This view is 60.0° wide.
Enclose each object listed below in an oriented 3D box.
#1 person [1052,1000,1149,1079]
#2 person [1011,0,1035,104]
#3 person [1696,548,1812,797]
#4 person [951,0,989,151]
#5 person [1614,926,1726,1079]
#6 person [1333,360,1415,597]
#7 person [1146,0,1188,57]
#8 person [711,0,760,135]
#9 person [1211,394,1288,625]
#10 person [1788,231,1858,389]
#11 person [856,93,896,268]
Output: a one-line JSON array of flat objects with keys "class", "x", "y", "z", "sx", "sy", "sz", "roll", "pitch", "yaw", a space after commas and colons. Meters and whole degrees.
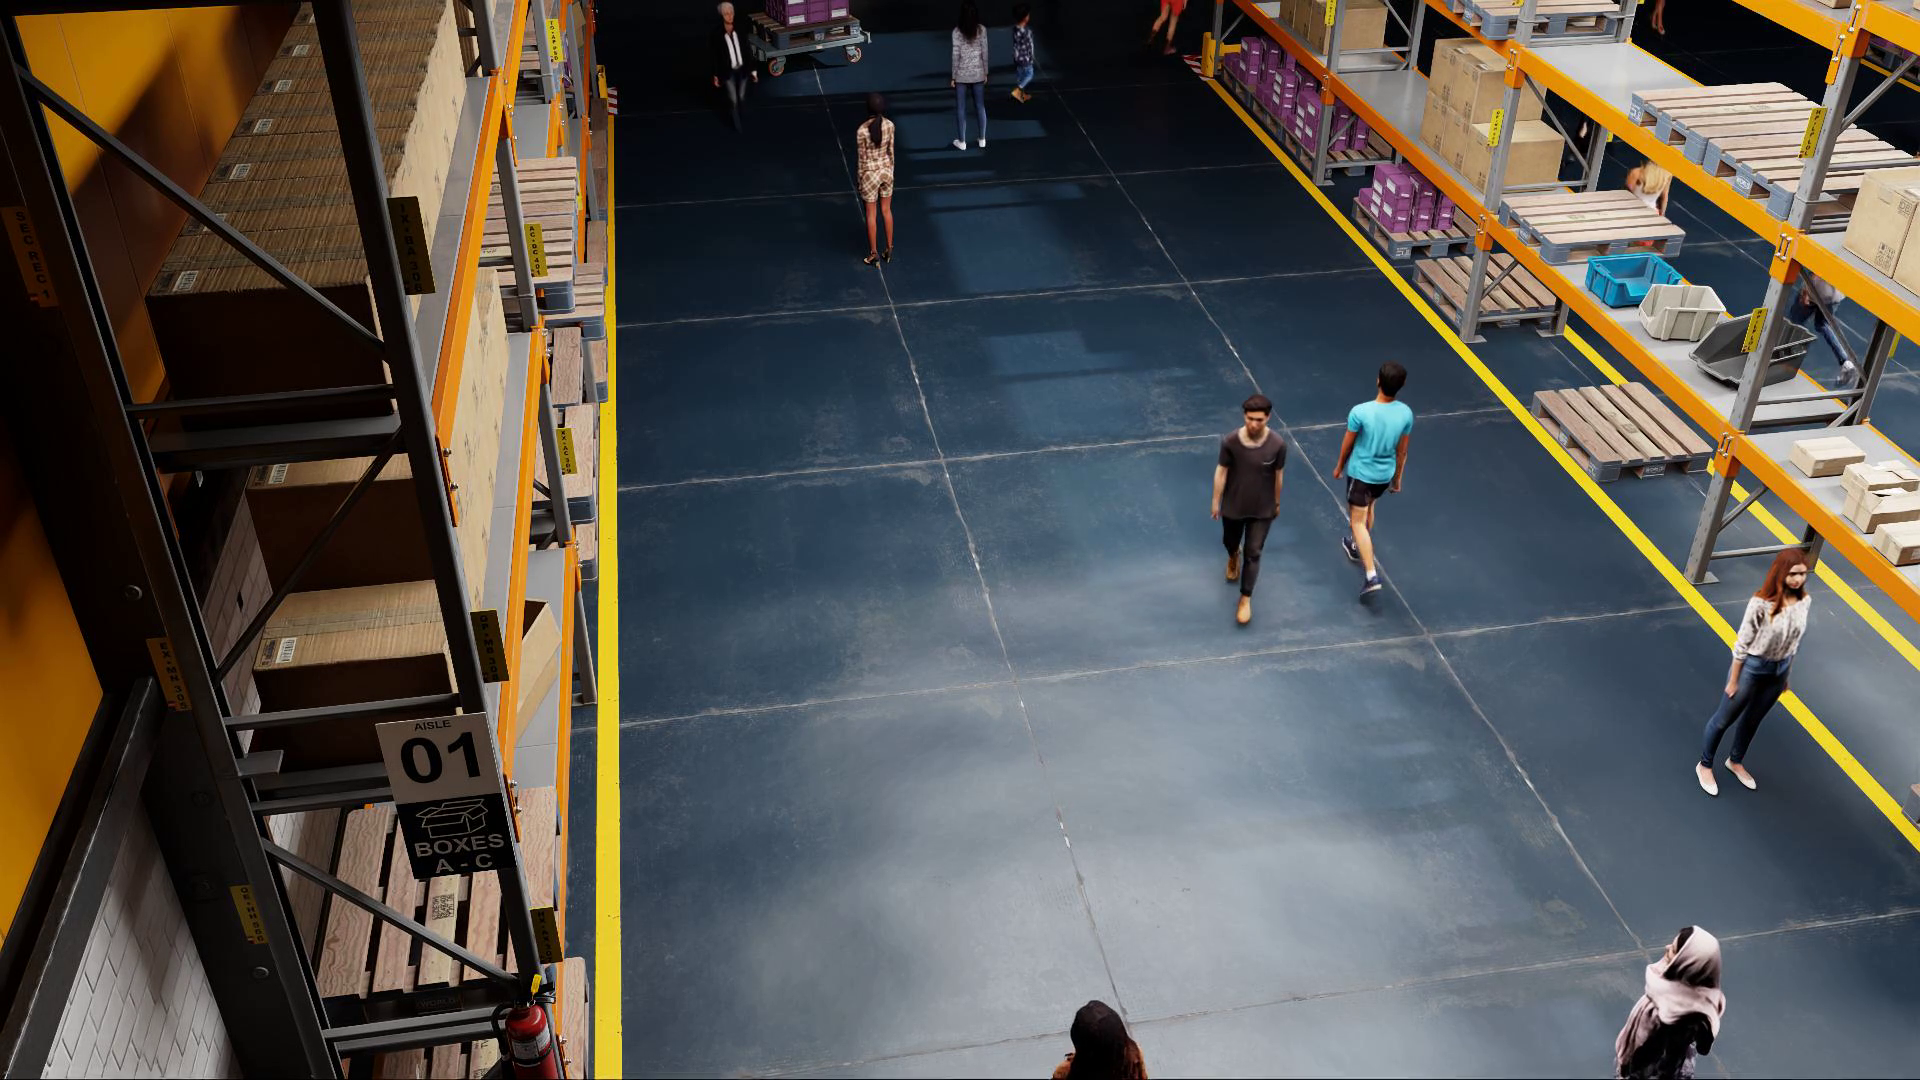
[{"class": "person", "x": 0.614, "y": 2.674, "z": 7.275, "sx": 0.761, "sy": 1.718, "sz": 0.644, "roll": -8, "pitch": 35, "yaw": -13}, {"class": "person", "x": 0.757, "y": -6.094, "z": 20.893, "sx": 0.698, "sy": 1.246, "sz": 0.646, "roll": -25, "pitch": 41, "yaw": -32}, {"class": "person", "x": 4.849, "y": 0.783, "z": 10.109, "sx": 0.568, "sy": 1.729, "sz": 0.491, "roll": -6, "pitch": 34, "yaw": -9}, {"class": "person", "x": 0.105, "y": -5.461, "z": 19.501, "sx": 0.628, "sy": 1.731, "sz": 0.550, "roll": -9, "pitch": 35, "yaw": -14}, {"class": "person", "x": 3.269, "y": 2.407, "z": 7.751, "sx": 0.805, "sy": 1.636, "sz": 0.718, "roll": 12, "pitch": 36, "yaw": 18}, {"class": "person", "x": 2.962, "y": -0.412, "z": 11.894, "sx": 0.616, "sy": 1.744, "sz": 1.083, "roll": -6, "pitch": 34, "yaw": -9}, {"class": "person", "x": 2.808, "y": -7.261, "z": 22.240, "sx": 0.939, "sy": 1.697, "sz": 0.991, "roll": 20, "pitch": 39, "yaw": 27}, {"class": "person", "x": -2.744, "y": -5.720, "z": 20.325, "sx": 0.959, "sy": 1.751, "sz": 1.157, "roll": -15, "pitch": 36, "yaw": -21}, {"class": "person", "x": 2.043, "y": -0.316, "z": 11.794, "sx": 0.887, "sy": 1.694, "sz": 1.144, "roll": 7, "pitch": 34, "yaw": 11}, {"class": "person", "x": 7.581, "y": -2.172, "z": 14.432, "sx": 0.831, "sy": 1.865, "sz": 1.110, "roll": -14, "pitch": 36, "yaw": -20}, {"class": "person", "x": -0.833, "y": -3.606, "z": 16.655, "sx": 0.660, "sy": 1.793, "sz": 0.667, "roll": -19, "pitch": 38, "yaw": -26}]
